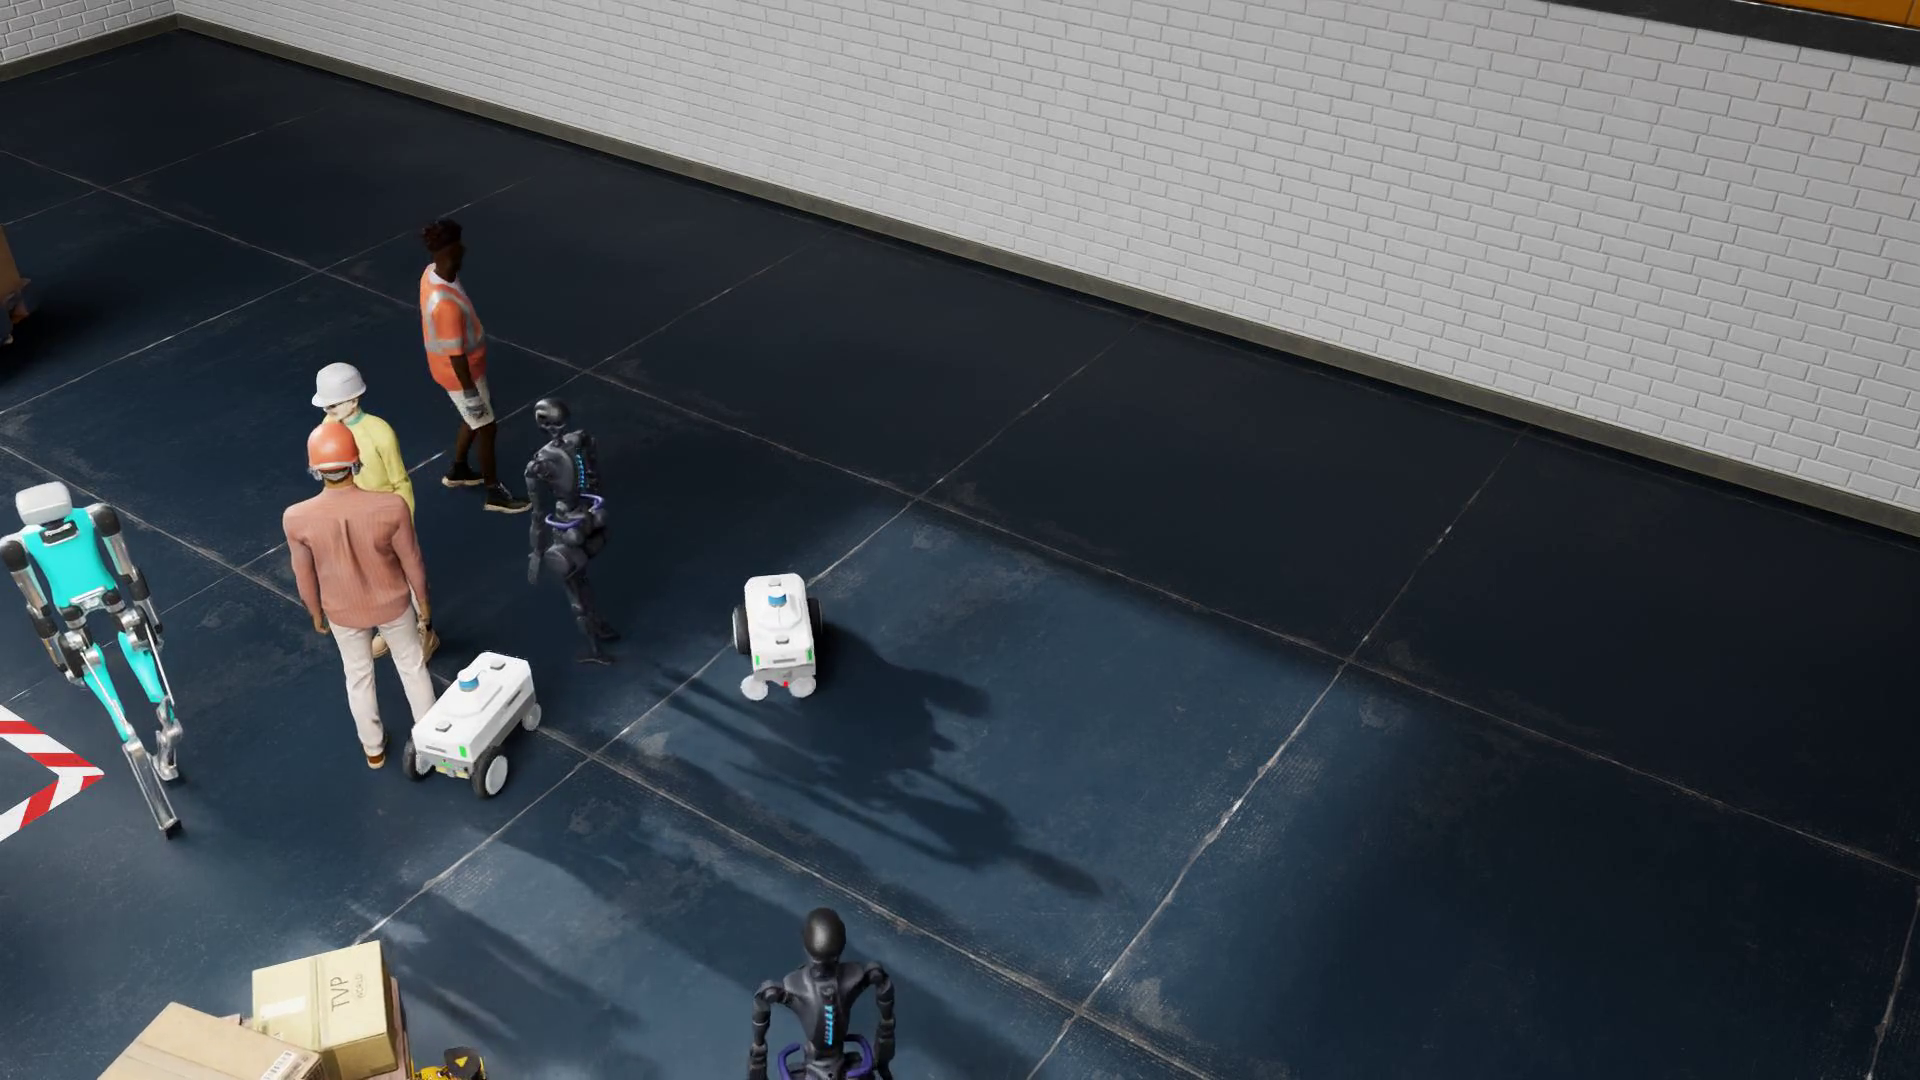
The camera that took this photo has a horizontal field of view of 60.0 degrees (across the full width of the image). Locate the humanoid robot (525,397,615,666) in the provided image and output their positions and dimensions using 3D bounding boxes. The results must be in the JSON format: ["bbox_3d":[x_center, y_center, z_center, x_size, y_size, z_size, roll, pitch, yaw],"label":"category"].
[{"bbox_3d":[-2.114,-0.030,9.084,0.348,1.646,0.583,17,38,23],"label":"humanoid robot"}]

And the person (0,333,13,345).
[{"bbox_3d":[-7.384,-2.257,12.098,0.529,1.865,0.312,-17,39,-23],"label":"person"}]

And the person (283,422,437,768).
[{"bbox_3d":[-2.969,0.297,8.348,0.620,1.985,0.406,-8,36,-11],"label":"person"}]

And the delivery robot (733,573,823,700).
[{"bbox_3d":[-1.020,0.509,9.286,0.523,0.594,0.766,-6,35,-8],"label":"delivery robot"}]

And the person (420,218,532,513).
[{"bbox_3d":[-3.071,-1.061,10.314,0.467,1.946,0.680,-11,36,-15],"label":"person"}]

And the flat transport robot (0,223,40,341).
[{"bbox_3d":[-7.605,-1.442,12.324,0.659,0.231,1.431,2,35,3],"label":"flat transport robot"}]

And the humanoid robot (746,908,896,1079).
[{"bbox_3d":[-0.536,2.000,6.221,0.611,1.638,0.649,-9,36,-13],"label":"humanoid robot"}]

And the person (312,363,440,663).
[{"bbox_3d":[-3.175,-0.134,9.042,0.489,1.889,0.386,13,37,18],"label":"person"}]

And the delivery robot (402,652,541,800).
[{"bbox_3d":[-2.534,0.954,8.660,0.499,0.606,0.781,11,36,15],"label":"delivery robot"}]

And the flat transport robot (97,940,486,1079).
[{"bbox_3d":[-2.614,2.519,6.664,1.431,0.231,0.659,-11,37,-16],"label":"flat transport robot"}]

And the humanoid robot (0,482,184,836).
[{"bbox_3d":[-4.094,0.653,8.123,0.553,1.868,0.852,-24,42,-31],"label":"humanoid robot"}]
